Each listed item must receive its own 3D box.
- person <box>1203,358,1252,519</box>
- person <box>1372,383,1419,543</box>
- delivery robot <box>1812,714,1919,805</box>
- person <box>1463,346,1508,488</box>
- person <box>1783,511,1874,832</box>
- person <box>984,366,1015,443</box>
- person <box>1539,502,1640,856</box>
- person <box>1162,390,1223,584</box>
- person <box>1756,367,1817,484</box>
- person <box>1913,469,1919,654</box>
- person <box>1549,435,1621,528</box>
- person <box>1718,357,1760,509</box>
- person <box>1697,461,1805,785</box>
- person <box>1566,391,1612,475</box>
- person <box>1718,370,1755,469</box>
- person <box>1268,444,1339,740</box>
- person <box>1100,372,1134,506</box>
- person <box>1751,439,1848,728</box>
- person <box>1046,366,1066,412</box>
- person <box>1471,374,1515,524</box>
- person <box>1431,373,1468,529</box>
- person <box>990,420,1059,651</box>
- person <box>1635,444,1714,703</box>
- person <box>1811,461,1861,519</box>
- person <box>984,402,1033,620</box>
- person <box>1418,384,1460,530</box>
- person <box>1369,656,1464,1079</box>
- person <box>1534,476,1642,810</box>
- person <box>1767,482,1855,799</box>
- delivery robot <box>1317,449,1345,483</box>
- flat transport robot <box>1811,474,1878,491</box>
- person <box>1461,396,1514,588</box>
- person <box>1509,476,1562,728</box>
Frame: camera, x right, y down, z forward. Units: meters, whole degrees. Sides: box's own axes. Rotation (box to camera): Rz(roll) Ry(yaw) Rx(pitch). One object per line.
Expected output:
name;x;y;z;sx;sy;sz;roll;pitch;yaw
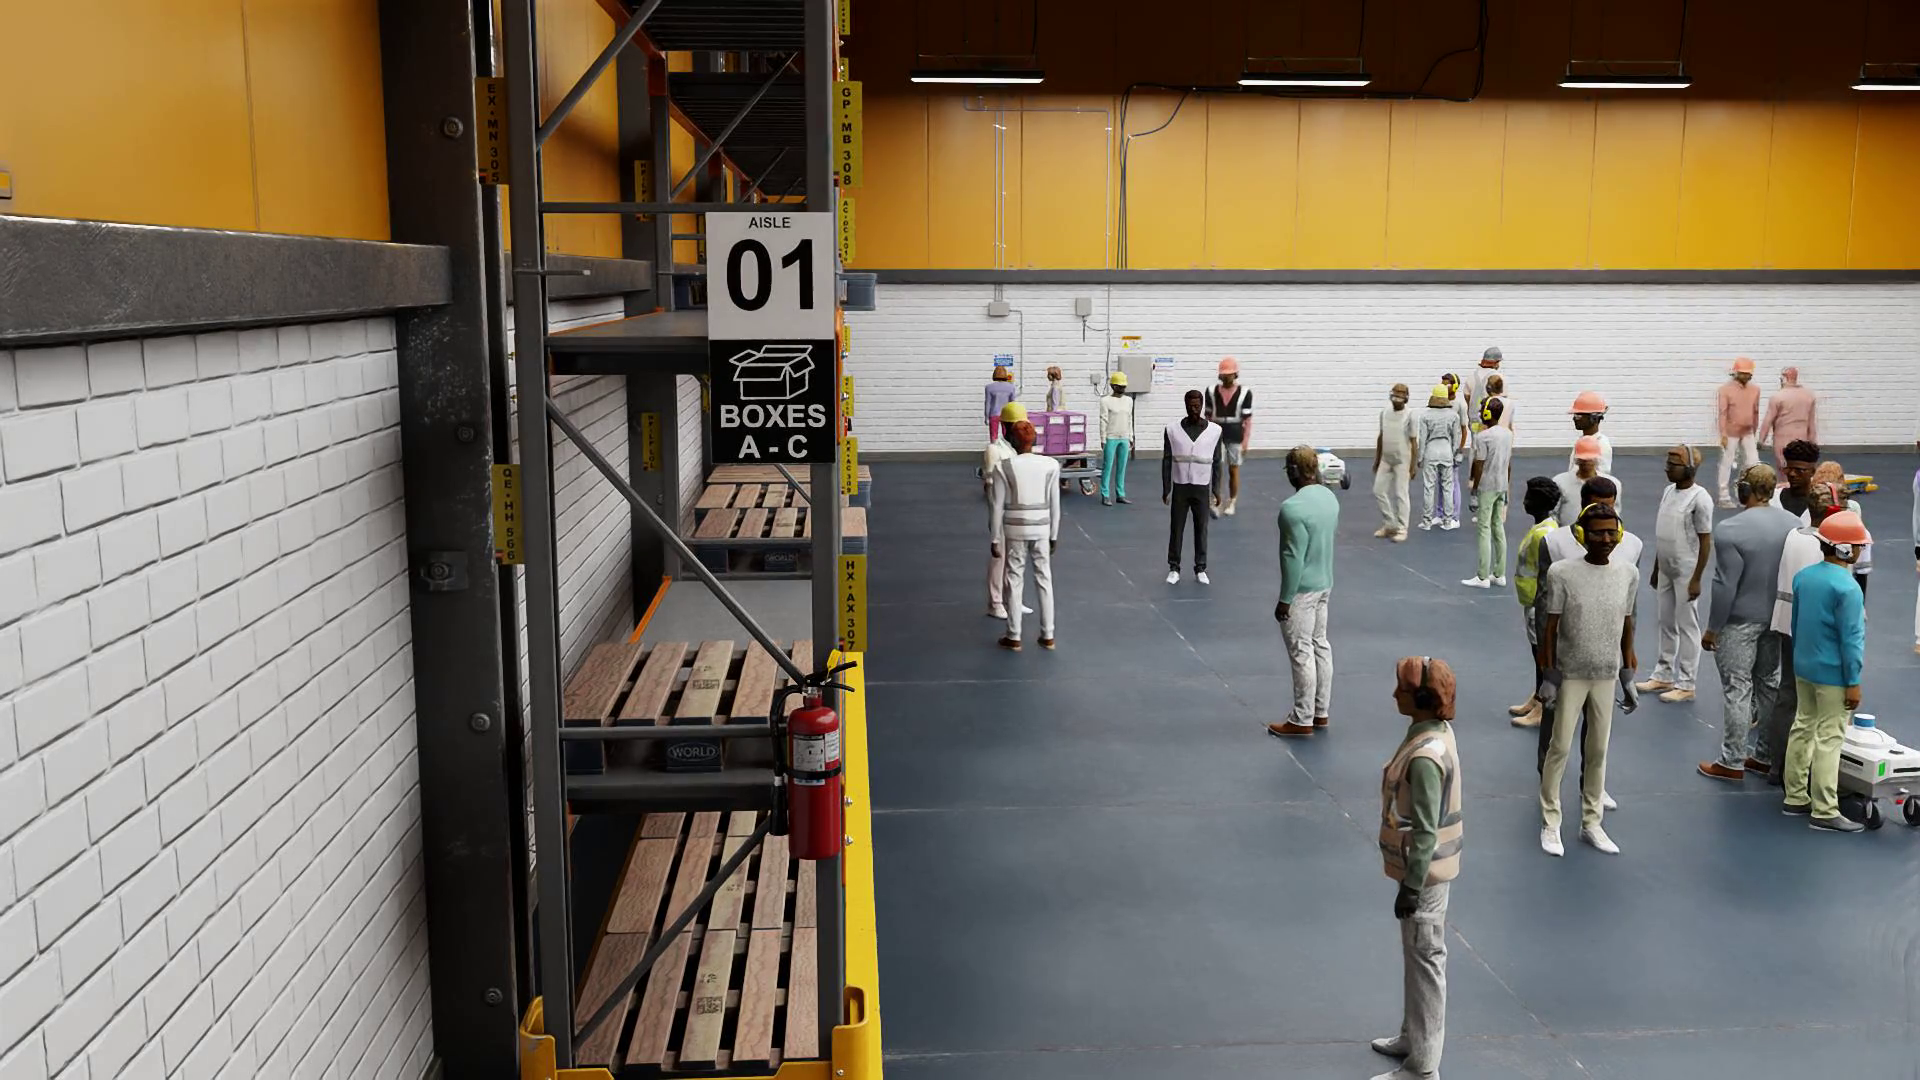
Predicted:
person;3.304;-1.252;20.702;0.611;1.992;1.016;3;9;16
person;4.965;-0.881;18.915;0.426;1.824;0.552;-8;12;-40
delivery robot;5.084;1.226;9.378;0.477;0.478;0.707;-2;9;-11
person;7.493;-1.719;23.509;0.536;2.000;0.688;-6;11;-35
person;4.788;0.711;9.147;0.326;1.752;0.561;-1;9;-4
person;0.625;-1.917;26.060;0.493;1.624;0.280;-2;9;-14
person;3.298;0.723;8.705;0.521;1.874;0.328;-1;9;-3
person;2.283;-0.524;16.388;0.587;1.920;0.392;1;9;6
person;10.592;-1.297;21.442;0.667;1.846;1.009;-3;9;-17
person;7.849;0.038;13.142;0.429;1.837;0.625;-5;10;-29
person;5.045;0.019;13.501;0.572;1.747;0.344;3;10;20
person;10.106;-1.357;21.454;0.628;1.971;0.756;-1;9;-9
person;4.713;0.494;9.935;0.627;1.941;0.371;-3;10;-20
person;5.365;-0.256;14.315;0.373;2.044;0.608;0;9;1
person;12.232;-1.973;26.165;0.552;1.696;0.603;9;13;44
person;2.262;0.339;10.922;0.352;1.933;0.634;7;11;37
person;2.081;-1.334;21.959;0.534;1.766;0.318;-5;11;-31
person;5.505;0.308;11.012;0.602;1.967;0.370;8;12;41
person;1.484;-1.877;25.792;0.313;1.632;0.519;1;9;4
person;6.477;-1.091;20.213;0.512;1.841;0.340;-3;10;-21
person;5.850;-1.067;19.946;0.327;1.874;0.519;-4;10;-22
person;0.528;-0.037;13.507;0.591;1.872;0.369;-2;9;-15
person;5.111;0.236;11.843;0.346;1.847;0.506;-2;9;-11
person;6.561;0.213;12.654;0.497;1.633;0.285;7;11;36
person;0.456;-0.267;14.749;0.382;1.924;0.594;7;11;36
person;5.698;-0.987;19.846;0.484;1.744;0.295;0;9;2
person;1.716;1.235;6.217;0.307;1.641;0.512;3;9;16
person;3.560;0.580;9.472;0.589;1.915;0.393;0;9;-2
person;4.957;0.579;9.692;0.388;1.846;0.565;-2;9;-11
delivery robot;5.228;-1.058;23.718;0.477;0.478;0.707;-1;9;-6
flat transport robot;12.095;-0.784;23.175;1.431;0.197;0.652;-6;11;-33
person;5.159;-0.462;16.189;0.510;1.863;0.326;-6;11;-34
person;3.891;0.414;11.188;0.322;1.697;0.530;3;10;19
